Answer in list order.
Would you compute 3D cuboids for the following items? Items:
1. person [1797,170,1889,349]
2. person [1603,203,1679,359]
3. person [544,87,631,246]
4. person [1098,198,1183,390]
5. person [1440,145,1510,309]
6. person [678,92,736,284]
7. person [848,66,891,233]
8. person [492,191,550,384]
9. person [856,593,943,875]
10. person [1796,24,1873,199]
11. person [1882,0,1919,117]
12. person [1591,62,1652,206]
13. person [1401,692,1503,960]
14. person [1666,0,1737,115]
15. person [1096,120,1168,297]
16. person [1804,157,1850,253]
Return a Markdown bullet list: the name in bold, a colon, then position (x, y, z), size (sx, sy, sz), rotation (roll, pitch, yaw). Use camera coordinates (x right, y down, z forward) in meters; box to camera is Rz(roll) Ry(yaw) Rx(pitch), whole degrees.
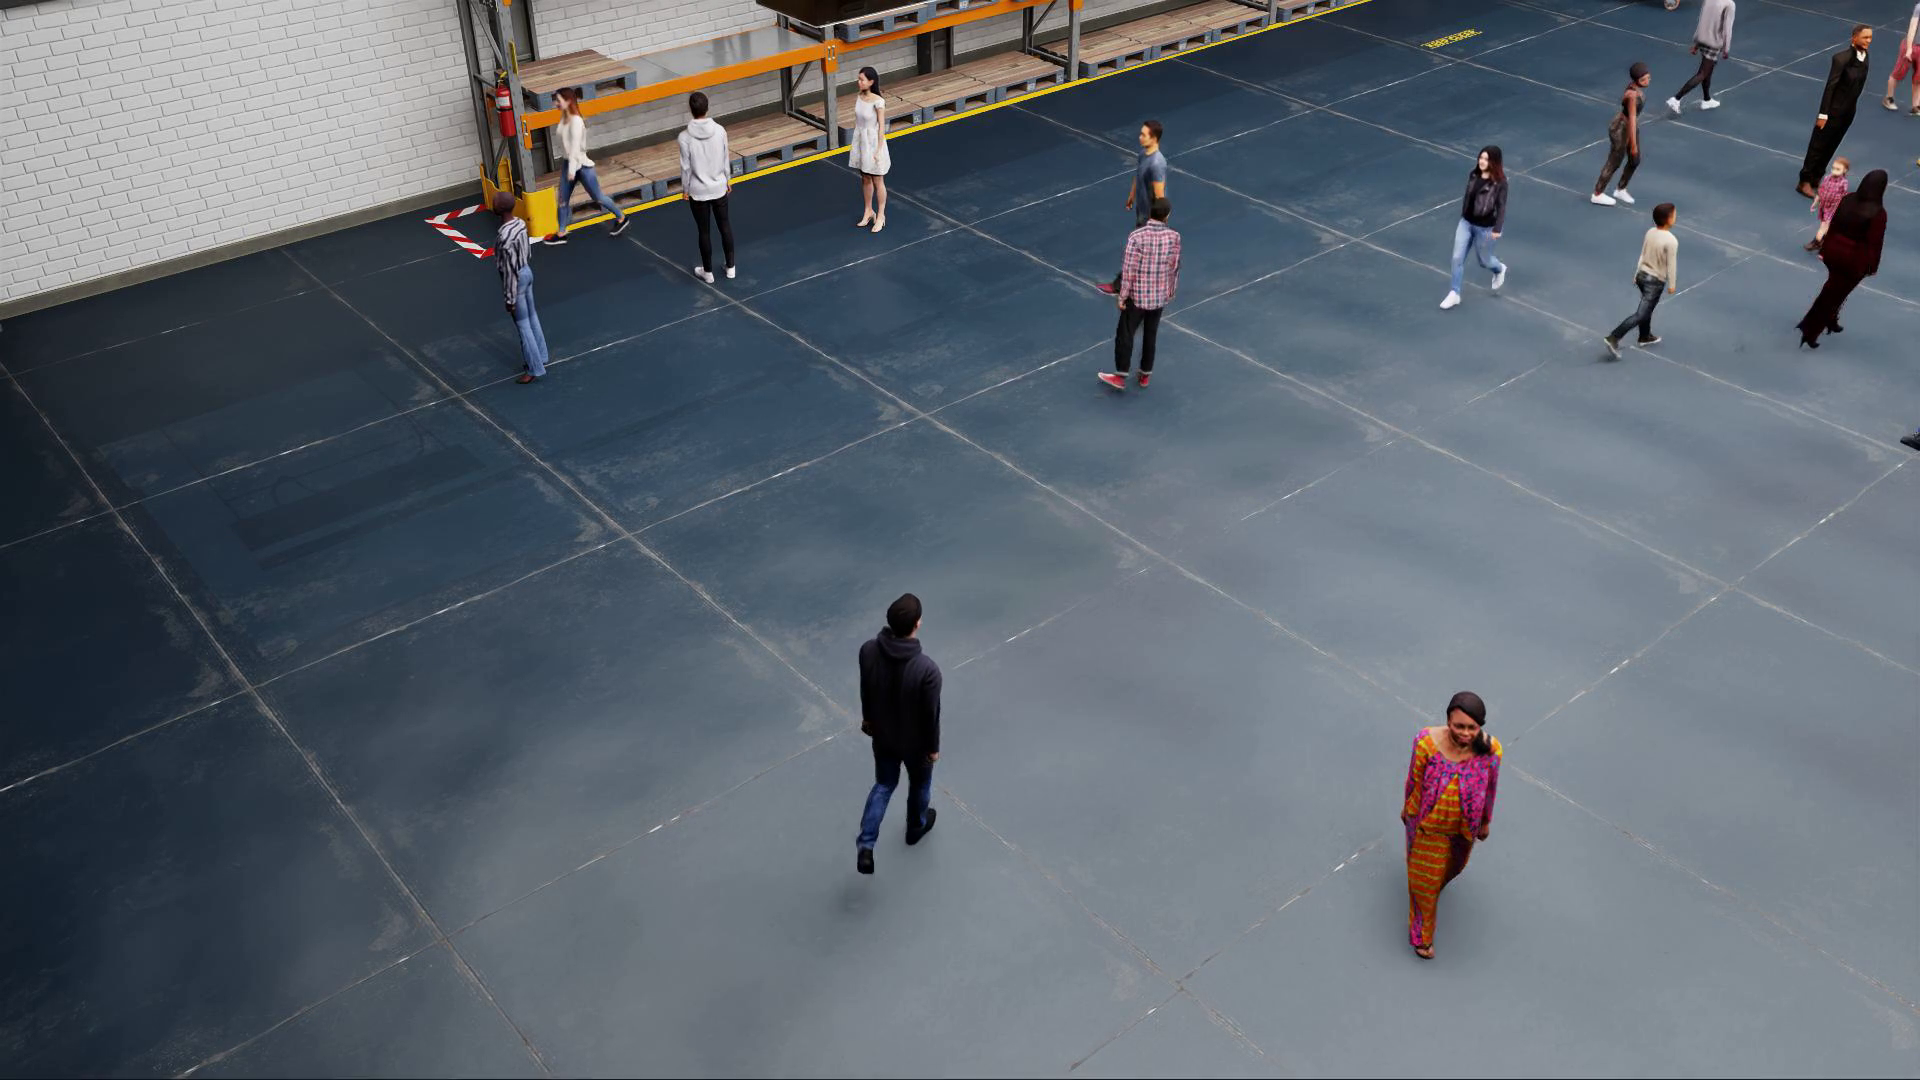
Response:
- **person**: position (8.091, -2.558, 15.336), size (1.026, 1.733, 0.885), rotation (-10, 35, -14)
- **person**: position (6.313, -2.370, 15.317), size (1.046, 1.440, 0.807), rotation (-9, 35, -13)
- **person**: position (-3.906, -3.893, 17.425), size (1.160, 1.645, 0.654), rotation (-22, 40, -30)
- **person**: position (1.641, -2.152, 14.733), size (0.720, 1.725, 0.984), rotation (-18, 38, -25)
- **person**: position (5.101, -3.058, 16.201), size (1.007, 1.608, 0.643), rotation (-23, 40, -31)
- **person**: position (-2.513, -3.519, 16.605), size (0.607, 1.929, 0.788), rotation (-15, 36, -21)
- **person**: position (-0.959, -4.163, 17.714), size (0.628, 1.775, 0.645), rotation (-27, 42, -34)
- **person**: position (-3.936, -2.257, 14.828), size (0.755, 1.795, 0.704), rotation (2, 34, 2)
- **person**: position (-0.388, 1.166, 9.612), size (0.958, 1.868, 1.160), rotation (15, 37, 22)
- **person**: position (9.787, -4.808, 18.566), size (0.625, 1.904, 0.795), rotation (-17, 37, -24)
- **person**: position (11.970, -6.211, 20.934), size (1.013, 1.620, 1.012), rotation (-1, 34, -2)
- **person**: position (7.250, -4.443, 18.232), size (0.809, 1.667, 0.697), rotation (13, 36, 18)
- **person**: position (2.737, 1.486, 9.313), size (1.073, 1.665, 1.153), rotation (4, 34, 6)
- **person**: position (9.293, -6.154, 20.739), size (1.233, 1.742, 0.861), rotation (-13, 36, -19)
- **person**: position (1.948, -3.226, 16.295), size (1.152, 1.784, 1.011), rotation (-4, 34, -6)
- **person**: position (9.153, -3.533, 17.463), size (0.693, 1.002, 0.441), rotation (-23, 40, -30)
